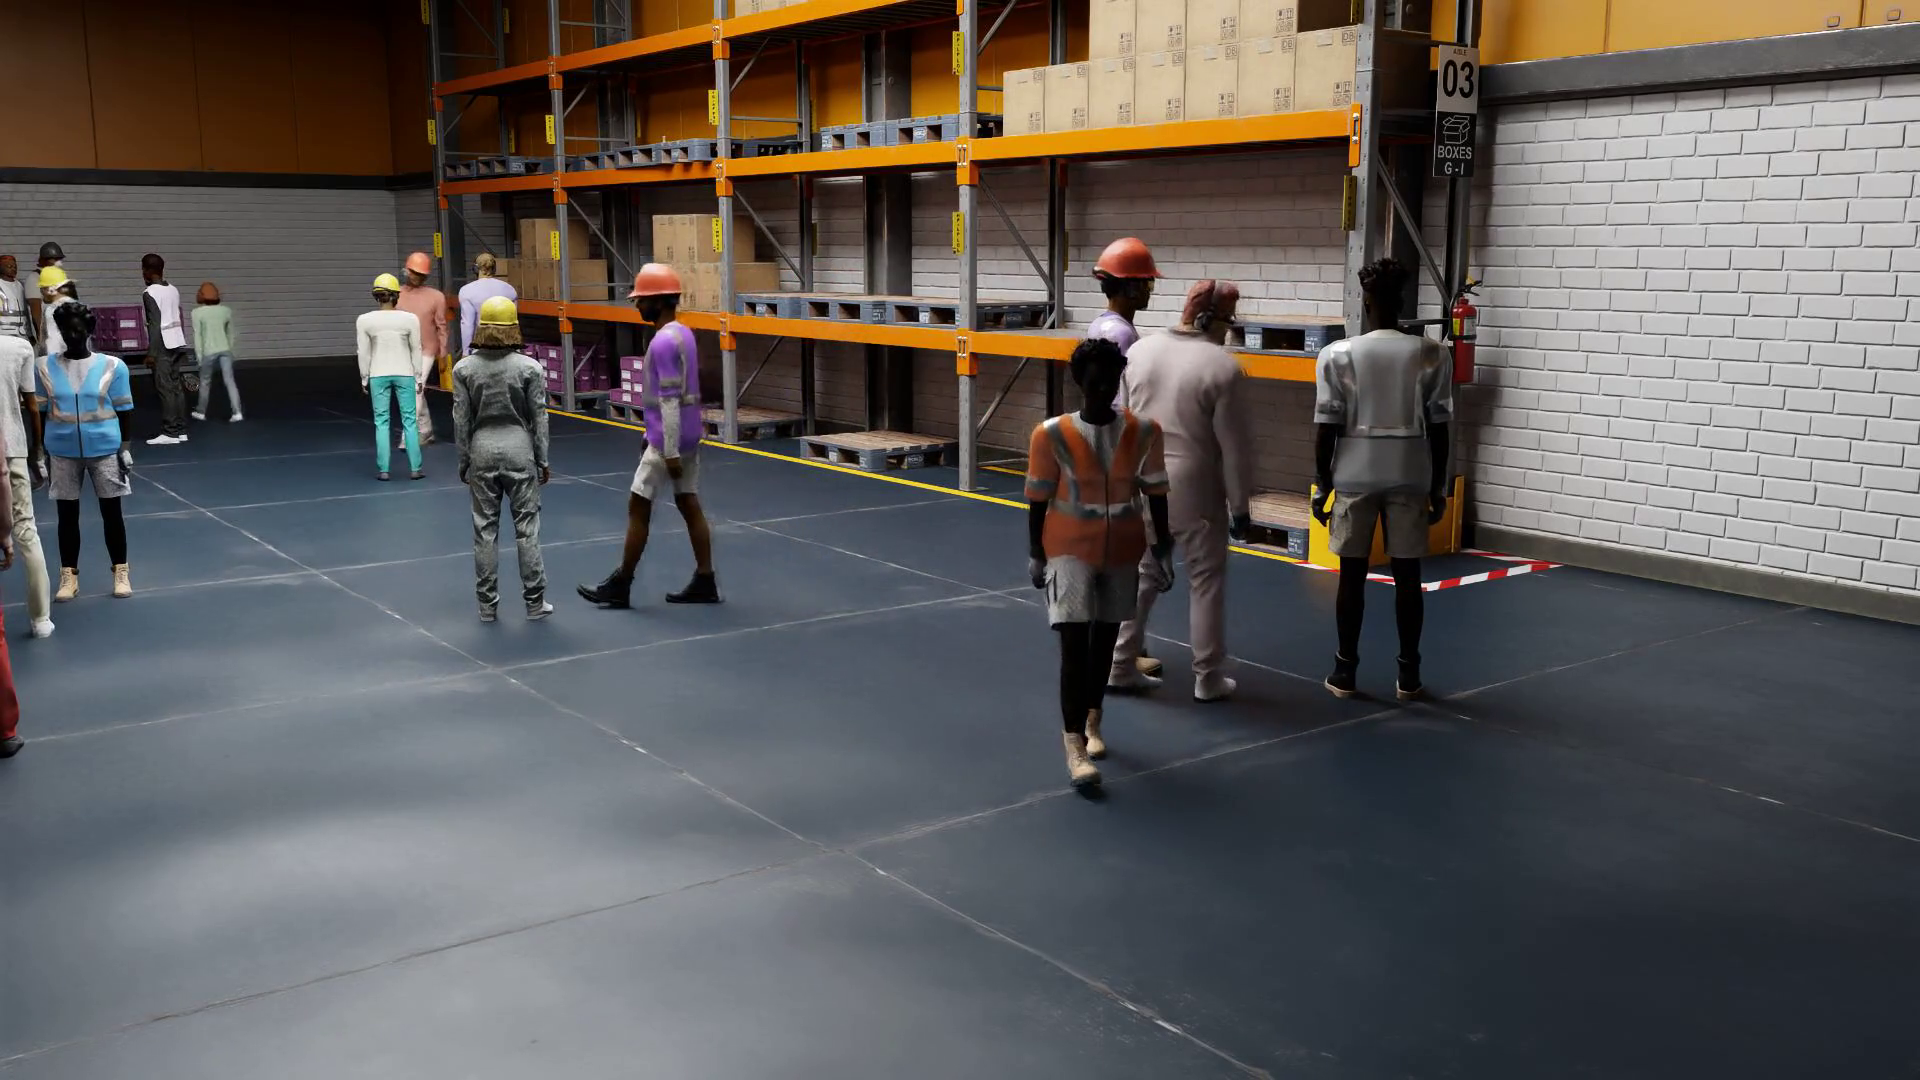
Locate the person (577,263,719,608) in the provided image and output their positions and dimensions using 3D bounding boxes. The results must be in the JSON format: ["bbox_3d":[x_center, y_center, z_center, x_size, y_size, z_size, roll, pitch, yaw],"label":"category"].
[{"bbox_3d":[-1.747,-0.565,9.248,0.825,1.908,0.559,1,10,6],"label":"person"}]

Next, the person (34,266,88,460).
[{"bbox_3d":[-8.297,-1.616,15.399,0.542,1.833,0.600,-1,10,-6],"label":"person"}]

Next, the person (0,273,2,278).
[{"bbox_3d":[-12.215,-2.631,21.148,0.637,1.795,0.905,-5,11,-24],"label":"person"}]

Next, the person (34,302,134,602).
[{"bbox_3d":[-4.968,-0.498,9.438,0.535,1.699,0.318,-4,11,-21],"label":"person"}]

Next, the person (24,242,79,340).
[{"bbox_3d":[-10.975,-2.607,20.293,0.536,2.000,0.677,2,10,11],"label":"person"}]

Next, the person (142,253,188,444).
[{"bbox_3d":[-8.077,-1.934,16.863,0.379,1.917,0.597,-1,10,-4],"label":"person"}]

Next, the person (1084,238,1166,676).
[{"bbox_3d":[0.772,-0.385,7.840,0.375,2.042,0.615,-1,10,-5],"label":"person"}]

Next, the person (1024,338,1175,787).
[{"bbox_3d":[0.542,0.081,6.265,0.548,1.660,0.789,-2,10,-13],"label":"person"}]

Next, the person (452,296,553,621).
[{"bbox_3d":[-2.452,-0.432,8.943,0.493,1.743,0.311,-1,10,-6],"label":"person"}]

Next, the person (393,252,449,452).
[{"bbox_3d":[-5.379,-1.846,16.341,0.695,1.933,1.045,1,10,5],"label":"person"}]

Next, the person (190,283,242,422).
[{"bbox_3d":[-8.471,-2.125,18.892,0.895,1.577,0.507,10,14,43],"label":"person"}]

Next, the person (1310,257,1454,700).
[{"bbox_3d":[1.861,-0.261,7.371,0.601,1.963,0.367,1,10,8],"label":"person"}]

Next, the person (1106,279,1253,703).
[{"bbox_3d":[0.992,-0.210,7.346,0.687,1.873,0.467,9,13,41],"label":"person"}]

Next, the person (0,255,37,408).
[{"bbox_3d":[-11.529,-2.518,20.233,0.354,1.883,0.572,3,11,18],"label":"person"}]

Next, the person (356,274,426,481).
[{"bbox_3d":[-4.853,-1.380,14.194,0.526,1.765,0.329,-3,11,-16],"label":"person"}]

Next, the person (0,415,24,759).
[{"bbox_3d":[-3.948,0.010,6.430,0.523,1.760,0.325,-7,12,-36],"label":"person"}]

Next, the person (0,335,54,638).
[{"bbox_3d":[-4.913,-0.396,8.414,0.521,1.862,0.334,-8,13,-38],"label":"person"}]

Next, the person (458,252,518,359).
[{"bbox_3d":[-4.673,-1.884,16.527,0.355,1.937,0.635,9,14,43],"label":"person"}]
